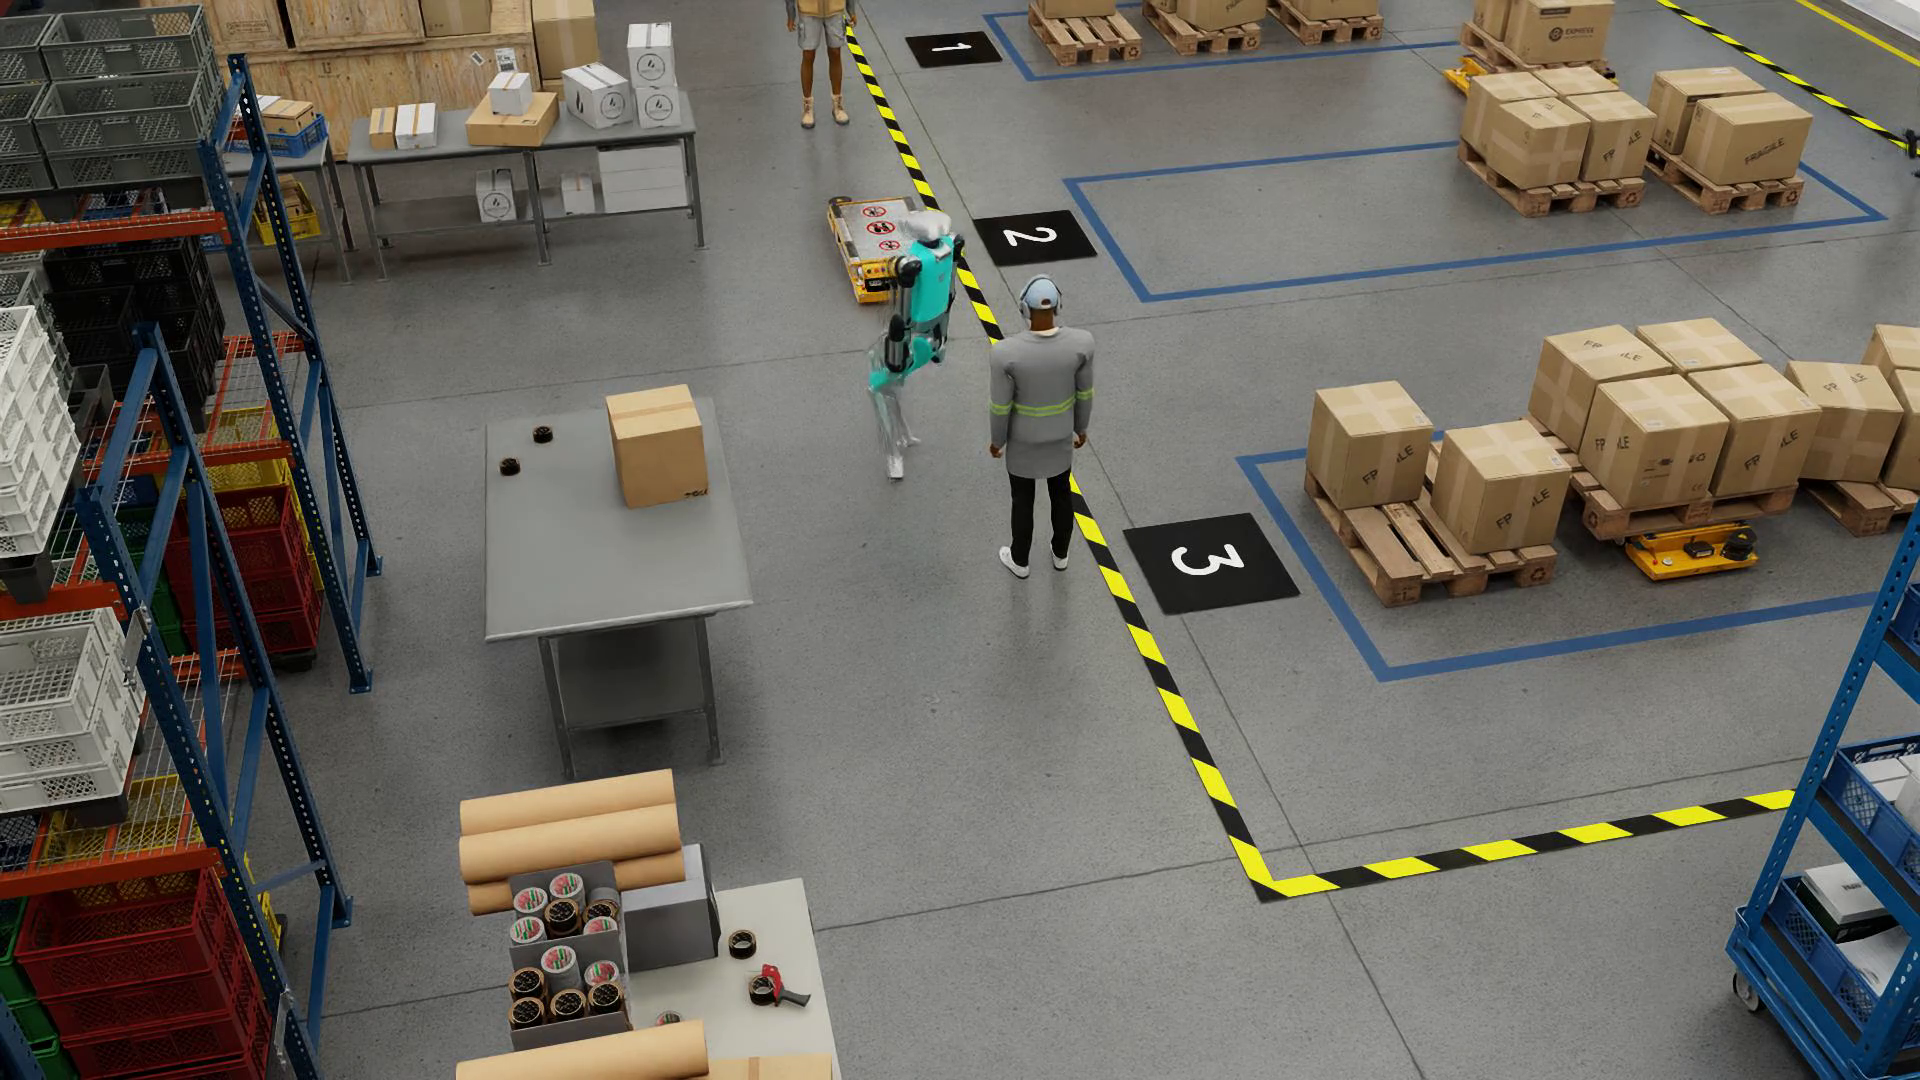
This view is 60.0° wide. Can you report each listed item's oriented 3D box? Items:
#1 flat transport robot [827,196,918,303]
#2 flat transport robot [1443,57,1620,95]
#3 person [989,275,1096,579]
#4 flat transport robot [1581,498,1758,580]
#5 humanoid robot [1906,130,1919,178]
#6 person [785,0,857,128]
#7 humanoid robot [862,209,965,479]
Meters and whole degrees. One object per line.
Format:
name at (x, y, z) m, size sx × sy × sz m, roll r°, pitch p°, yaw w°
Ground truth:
flat transport robot at (-0.570, -2.220, 12.538) m, size 0.659 × 0.231 × 1.431 m, roll -8°, pitch 37°, yaw -10°
flat transport robot at (5.269, -4.302, 15.313) m, size 1.431 × 0.197 × 0.652 m, roll -8°, pitch 37°, yaw -10°
person at (0.427, -0.607, 9.045) m, size 0.588 × 1.851 × 0.386 m, roll -9°, pitch 38°, yaw -12°
flat transport robot at (4.062, -0.294, 9.926) m, size 0.652 × 0.197 × 1.431 m, roll -8°, pitch 37°, yaw -10°
humanoid robot at (8.001, -3.731, 13.382) m, size 0.600 × 1.642 × 0.506 m, roll -14°, pitch 39°, yaw -18°
person at (-1.176, -4.518, 14.144) m, size 0.612 × 2.039 × 0.385 m, roll -8°, pitch 37°, yaw -11°
humanoid robot at (-0.387, -1.187, 9.916) m, size 0.779 × 1.768 × 0.539 m, roll 24°, pitch 43°, yaw 29°
